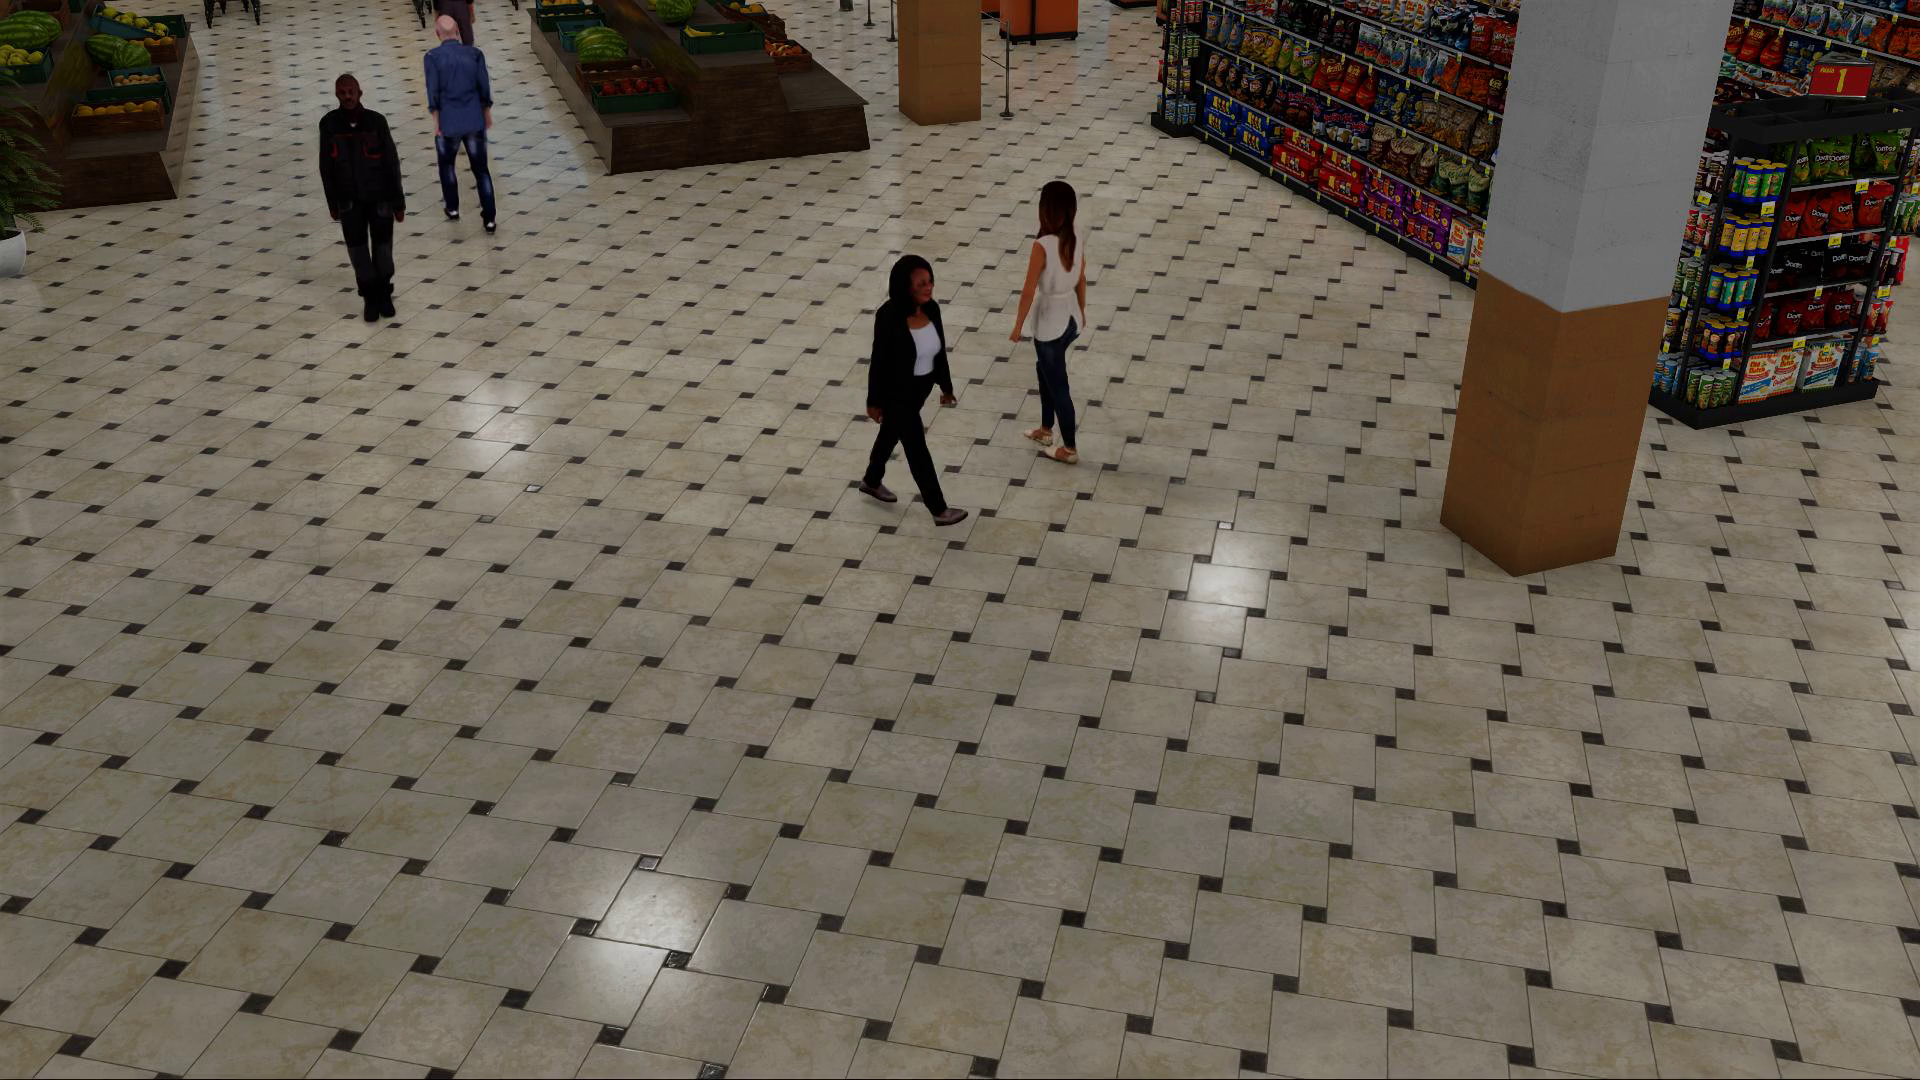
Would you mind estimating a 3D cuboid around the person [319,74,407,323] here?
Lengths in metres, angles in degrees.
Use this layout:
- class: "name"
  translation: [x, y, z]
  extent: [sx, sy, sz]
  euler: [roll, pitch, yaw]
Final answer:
- class: "person"
  translation: [-4.455, -2.591, 12.446]
  extent: [0.703, 1.814, 0.652]
  euler: [-10, 30, -17]

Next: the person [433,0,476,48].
- class: "person"
  translation: [-5.632, -5.825, 18.534]
  extent: [0.658, 1.656, 0.770]
  euler: [-7, 29, -12]

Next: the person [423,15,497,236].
- class: "person"
  translation: [-4.214, -3.473, 14.096]
  extent: [0.821, 1.782, 1.040]
  euler: [-15, 32, -26]

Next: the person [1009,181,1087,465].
- class: "person"
  translation: [0.656, -1.265, 10.064]
  extent: [0.856, 1.770, 0.784]
  euler: [23, 36, 35]

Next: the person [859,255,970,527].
- class: "person"
  translation: [-0.388, -0.860, 9.525]
  extent: [1.183, 1.575, 1.049]
  euler: [19, 34, 30]

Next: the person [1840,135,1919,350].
- class: "person"
  translation: [6.499, -2.006, 11.619]
  extent: [0.621, 1.580, 0.654]
  euler: [-7, 29, -12]
